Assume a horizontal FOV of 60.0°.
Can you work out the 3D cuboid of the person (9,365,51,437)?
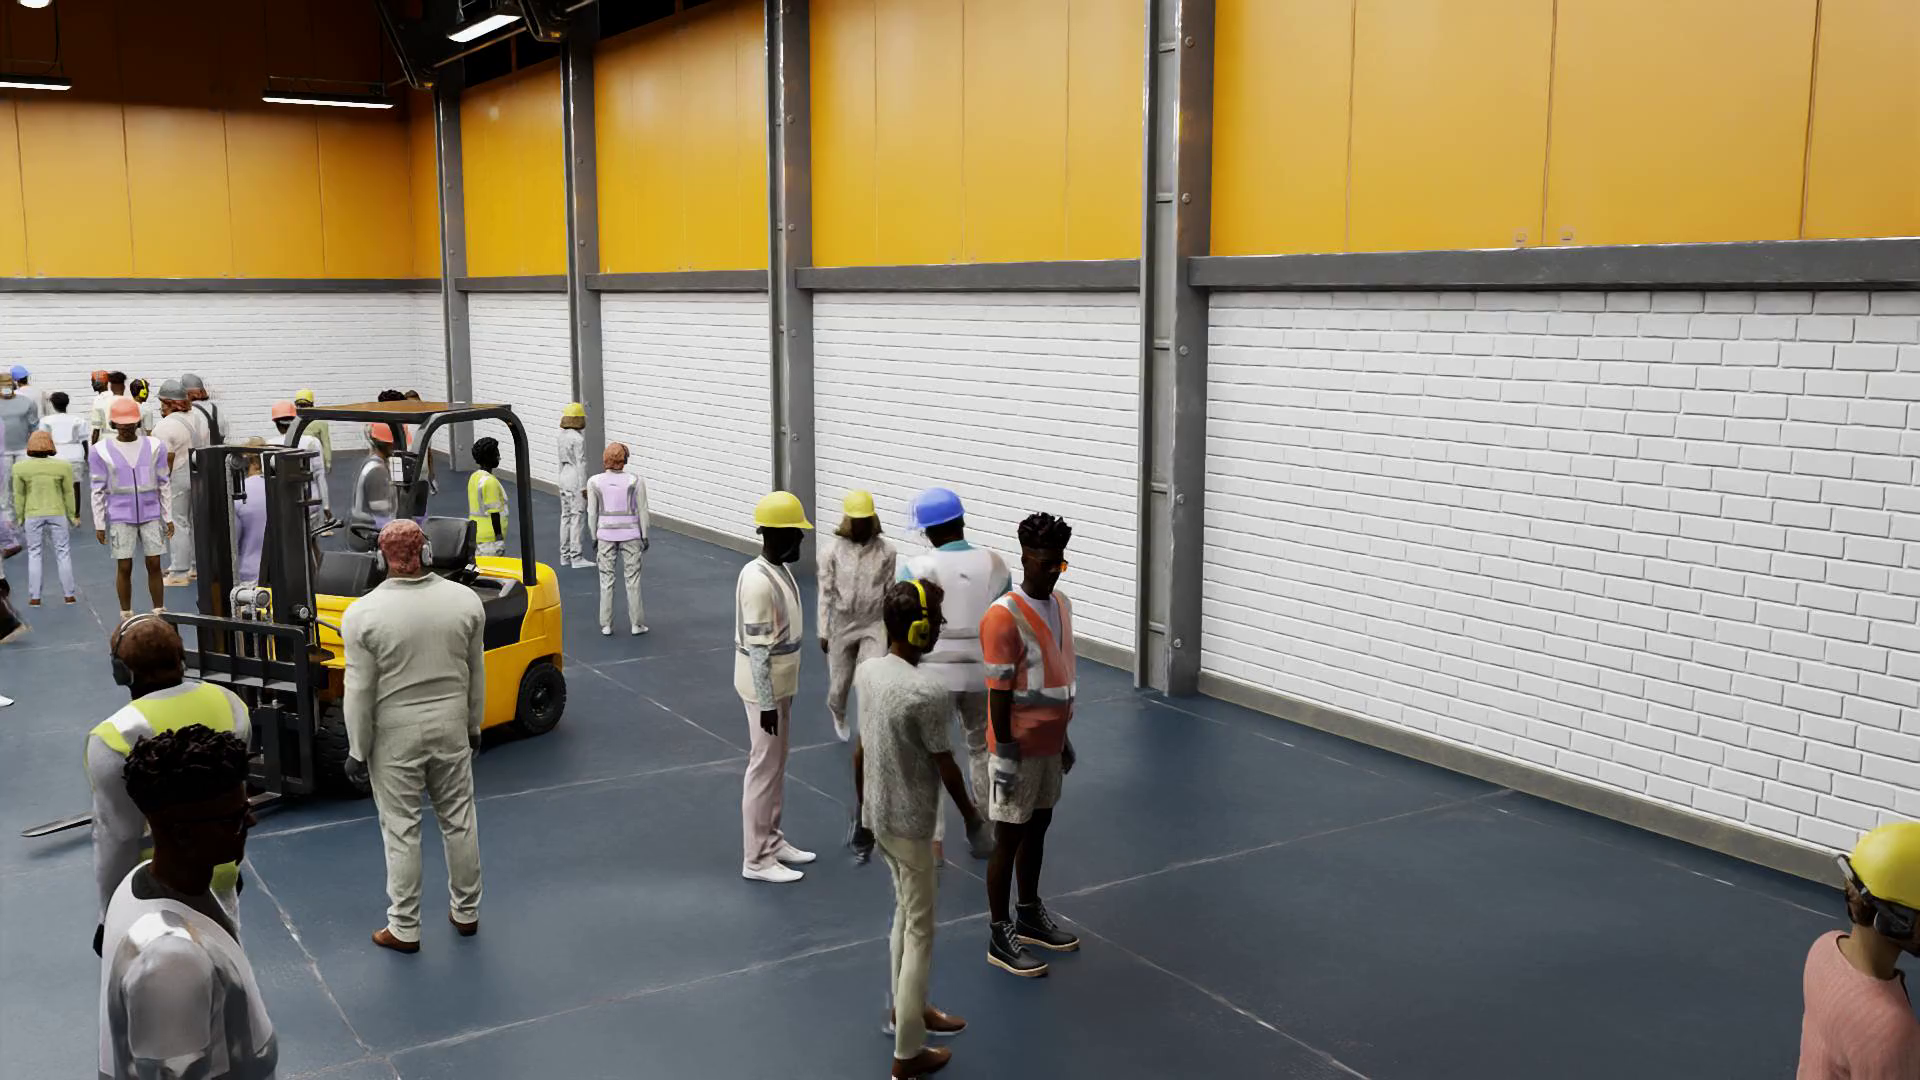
[{"bbox_3d":[-12.719,-1.450,22.848,0.920,1.905,0.621,6,10,35],"label":"person"}]

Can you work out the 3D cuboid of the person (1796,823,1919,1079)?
[{"bbox_3d":[1.996,1.468,3.681,0.342,1.755,0.532,2,9,13],"label":"person"}]

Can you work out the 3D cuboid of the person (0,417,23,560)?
[{"bbox_3d":[-10.364,-0.681,17.683,0.412,1.912,0.674,-4,9,-23],"label":"person"}]

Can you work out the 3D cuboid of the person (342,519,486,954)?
[{"bbox_3d":[-2.401,0.853,7.322,0.638,1.904,0.402,-7,11,-40],"label":"person"}]

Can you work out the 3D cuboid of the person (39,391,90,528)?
[{"bbox_3d":[-10.996,-0.987,20.459,0.550,1.680,0.441,-4,9,-23],"label":"person"}]

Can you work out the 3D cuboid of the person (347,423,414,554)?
[{"bbox_3d":[-4.368,0.039,12.485,0.805,1.987,0.626,-2,9,-13],"label":"person"}]

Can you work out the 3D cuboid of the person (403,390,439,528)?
[{"bbox_3d":[-5.731,-0.639,17.471,0.328,1.876,0.513,8,11,42],"label":"person"}]

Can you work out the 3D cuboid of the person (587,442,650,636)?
[{"bbox_3d":[-2.861,-0.002,13.965,0.514,1.641,0.307,0,8,-1],"label":"person"}]

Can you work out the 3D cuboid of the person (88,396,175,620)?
[{"bbox_3d":[-6.911,-0.190,13.931,0.613,2.033,0.410,-6,11,-37],"label":"person"}]

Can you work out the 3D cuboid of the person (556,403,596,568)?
[{"bbox_3d":[-4.059,-0.579,17.543,0.324,1.737,0.488,-7,11,-40],"label":"person"}]

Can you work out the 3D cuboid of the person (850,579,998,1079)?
[{"bbox_3d":[-0.146,1.056,6.161,0.455,1.846,0.511,-4,9,-27],"label":"person"}]

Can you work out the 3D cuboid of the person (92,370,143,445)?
[{"bbox_3d":[-10.426,-1.129,20.597,0.668,1.932,0.725,-2,9,-12],"label":"person"}]

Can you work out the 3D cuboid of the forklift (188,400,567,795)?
[{"bbox_3d":[-3.529,0.258,10.348,1.214,2.155,2.313,4,9,25],"label":"forklift"}]

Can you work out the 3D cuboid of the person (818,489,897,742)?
[{"bbox_3d":[-0.645,0.513,10.235,0.495,1.716,0.749,-2,9,-12],"label":"person"}]

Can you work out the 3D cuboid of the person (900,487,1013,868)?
[{"bbox_3d":[0.005,0.704,8.378,0.698,1.919,0.608,-3,9,-17],"label":"person"}]

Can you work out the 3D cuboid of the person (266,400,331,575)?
[{"bbox_3d":[-6.097,-0.324,15.235,0.572,1.902,0.715,-5,10,-29],"label":"person"}]

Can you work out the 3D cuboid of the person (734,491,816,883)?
[{"bbox_3d":[-0.907,0.715,8.207,0.389,1.922,0.589,1,8,5],"label":"person"}]

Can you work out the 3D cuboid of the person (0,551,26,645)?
[{"bbox_3d":[-7.891,0.000,13.135,0.657,1.899,1.075,4,9,25],"label":"person"}]

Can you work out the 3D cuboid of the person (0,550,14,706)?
[{"bbox_3d":[-6.796,0.235,11.403,0.382,1.924,0.594,3,9,19],"label":"person"}]

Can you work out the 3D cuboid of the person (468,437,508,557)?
[{"bbox_3d":[-3.912,-0.010,13.827,0.318,1.697,0.533,-6,10,-34],"label":"person"}]

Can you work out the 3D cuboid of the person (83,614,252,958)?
[{"bbox_3d":[-2.622,1.152,5.517,0.430,1.841,0.623,3,9,18],"label":"person"}]

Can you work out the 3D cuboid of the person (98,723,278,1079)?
[{"bbox_3d":[-1.698,1.364,3.703,0.377,1.961,0.606,-4,9,-27],"label":"person"}]

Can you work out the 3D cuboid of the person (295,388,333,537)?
[{"bbox_3d":[-7.668,-0.899,19.584,0.524,1.768,0.313,-2,9,-13],"label":"person"}]

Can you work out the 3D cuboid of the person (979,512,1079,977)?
[{"bbox_3d":[0.313,0.850,7.134,0.374,1.963,0.608,5,10,32],"label":"person"}]

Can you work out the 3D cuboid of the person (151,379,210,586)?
[{"bbox_3d":[-7.755,-0.568,16.434,0.537,2.000,0.682,1,9,9],"label":"person"}]

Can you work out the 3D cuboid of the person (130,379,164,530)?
[{"bbox_3d":[-9.888,-1.014,20.079,0.526,1.856,0.350,3,9,20],"label":"person"}]

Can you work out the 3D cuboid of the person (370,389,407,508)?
[{"bbox_3d":[-5.538,-0.491,16.197,0.375,1.957,0.606,-1,9,-10],"label":"person"}]

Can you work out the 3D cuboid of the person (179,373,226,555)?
[{"bbox_3d":[-8.323,-0.822,18.142,0.536,2.000,0.708,2,9,14],"label":"person"}]

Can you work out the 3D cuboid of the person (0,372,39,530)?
[{"bbox_3d":[-11.545,-1.076,20.256,0.636,1.928,0.387,-5,10,-32],"label":"person"}]

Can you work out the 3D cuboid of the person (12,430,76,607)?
[{"bbox_3d":[-8.437,-0.200,15.360,0.499,1.624,0.305,-4,9,-26],"label":"person"}]
